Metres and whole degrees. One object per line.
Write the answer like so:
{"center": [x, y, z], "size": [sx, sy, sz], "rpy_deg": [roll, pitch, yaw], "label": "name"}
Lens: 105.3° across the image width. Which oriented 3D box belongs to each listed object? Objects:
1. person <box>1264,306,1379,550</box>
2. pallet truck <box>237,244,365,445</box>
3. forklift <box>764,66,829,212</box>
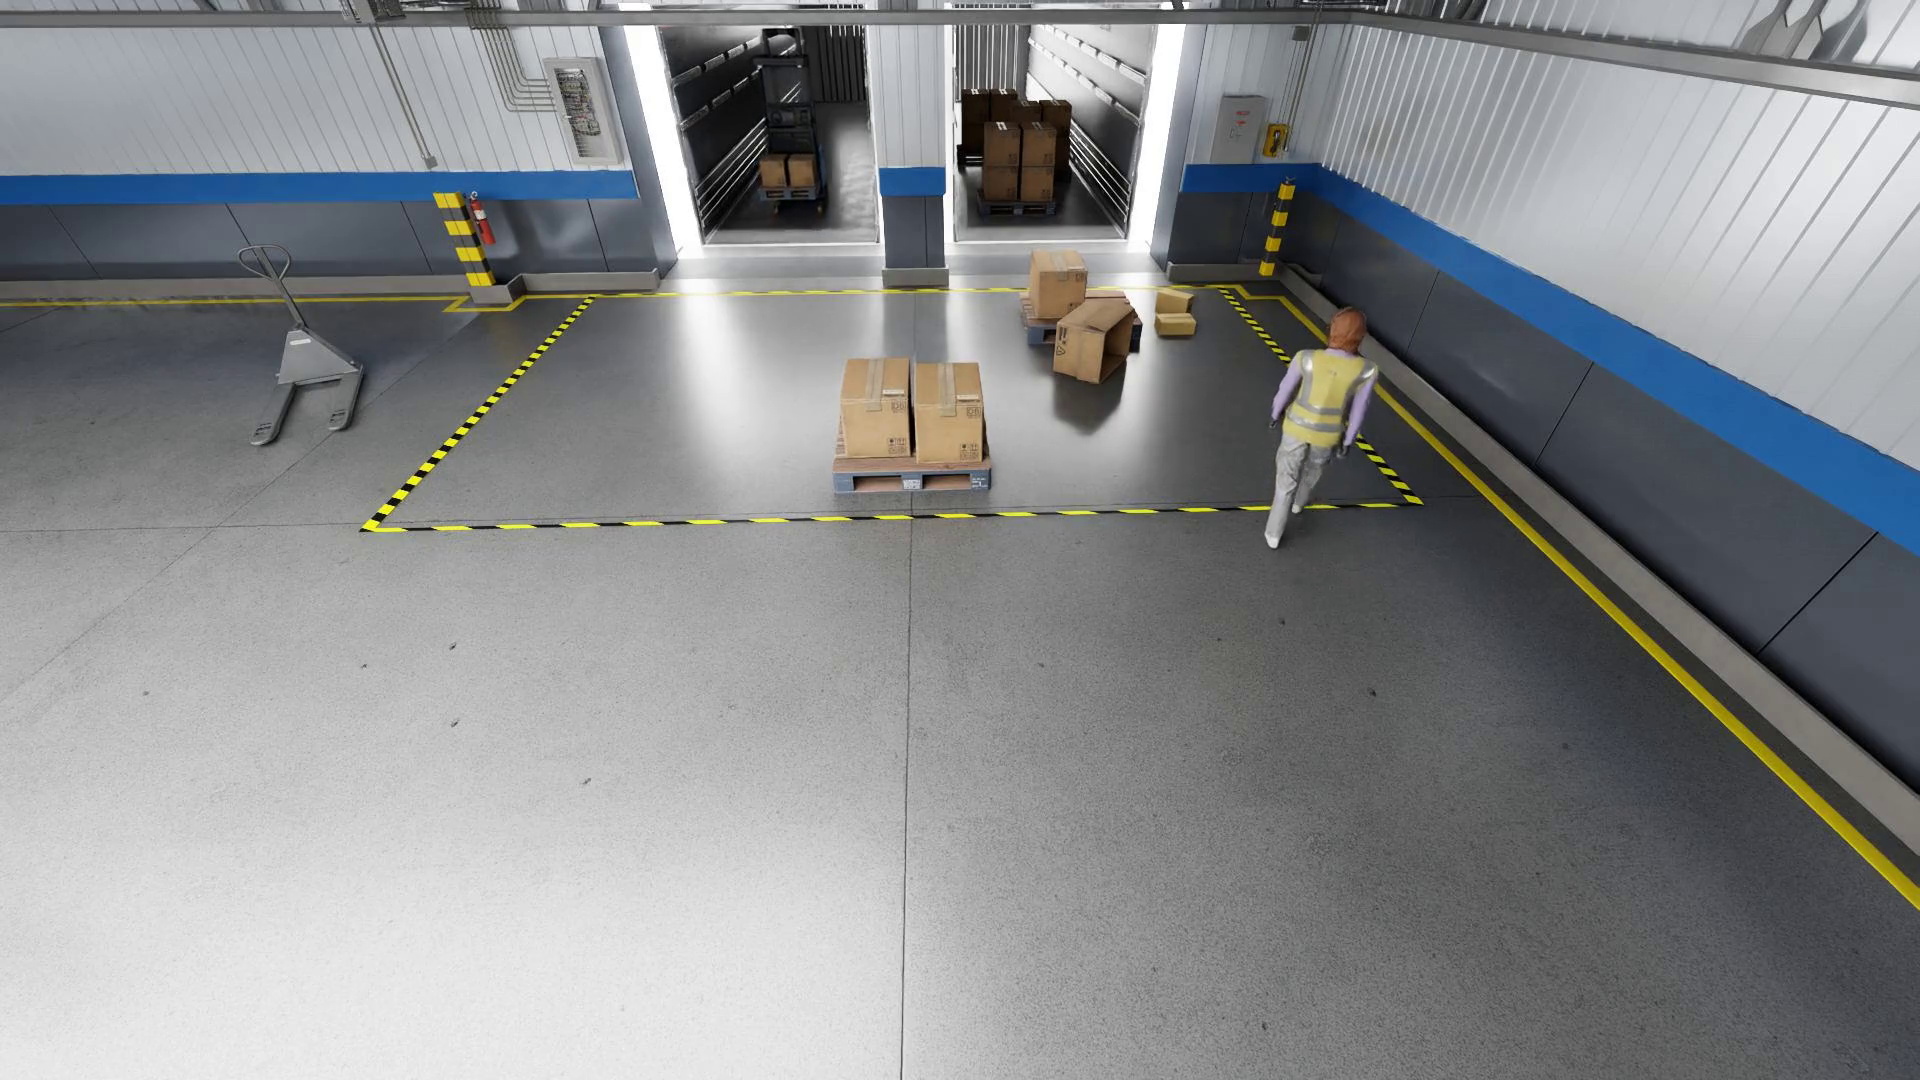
{"center": [2.304, -0.751, 4.818], "size": [0.531, 1.610, 0.726], "rpy_deg": [14, 40, 17], "label": "person"}
{"center": [-5.915, -1.733, 6.366], "size": [0.680, 1.201, 1.601], "rpy_deg": [-18, 42, -21], "label": "pallet truck"}
{"center": [-2.620, -6.525, 11.761], "size": [0.716, 2.013, 0.776], "rpy_deg": [-2, 39, -2], "label": "forklift"}
